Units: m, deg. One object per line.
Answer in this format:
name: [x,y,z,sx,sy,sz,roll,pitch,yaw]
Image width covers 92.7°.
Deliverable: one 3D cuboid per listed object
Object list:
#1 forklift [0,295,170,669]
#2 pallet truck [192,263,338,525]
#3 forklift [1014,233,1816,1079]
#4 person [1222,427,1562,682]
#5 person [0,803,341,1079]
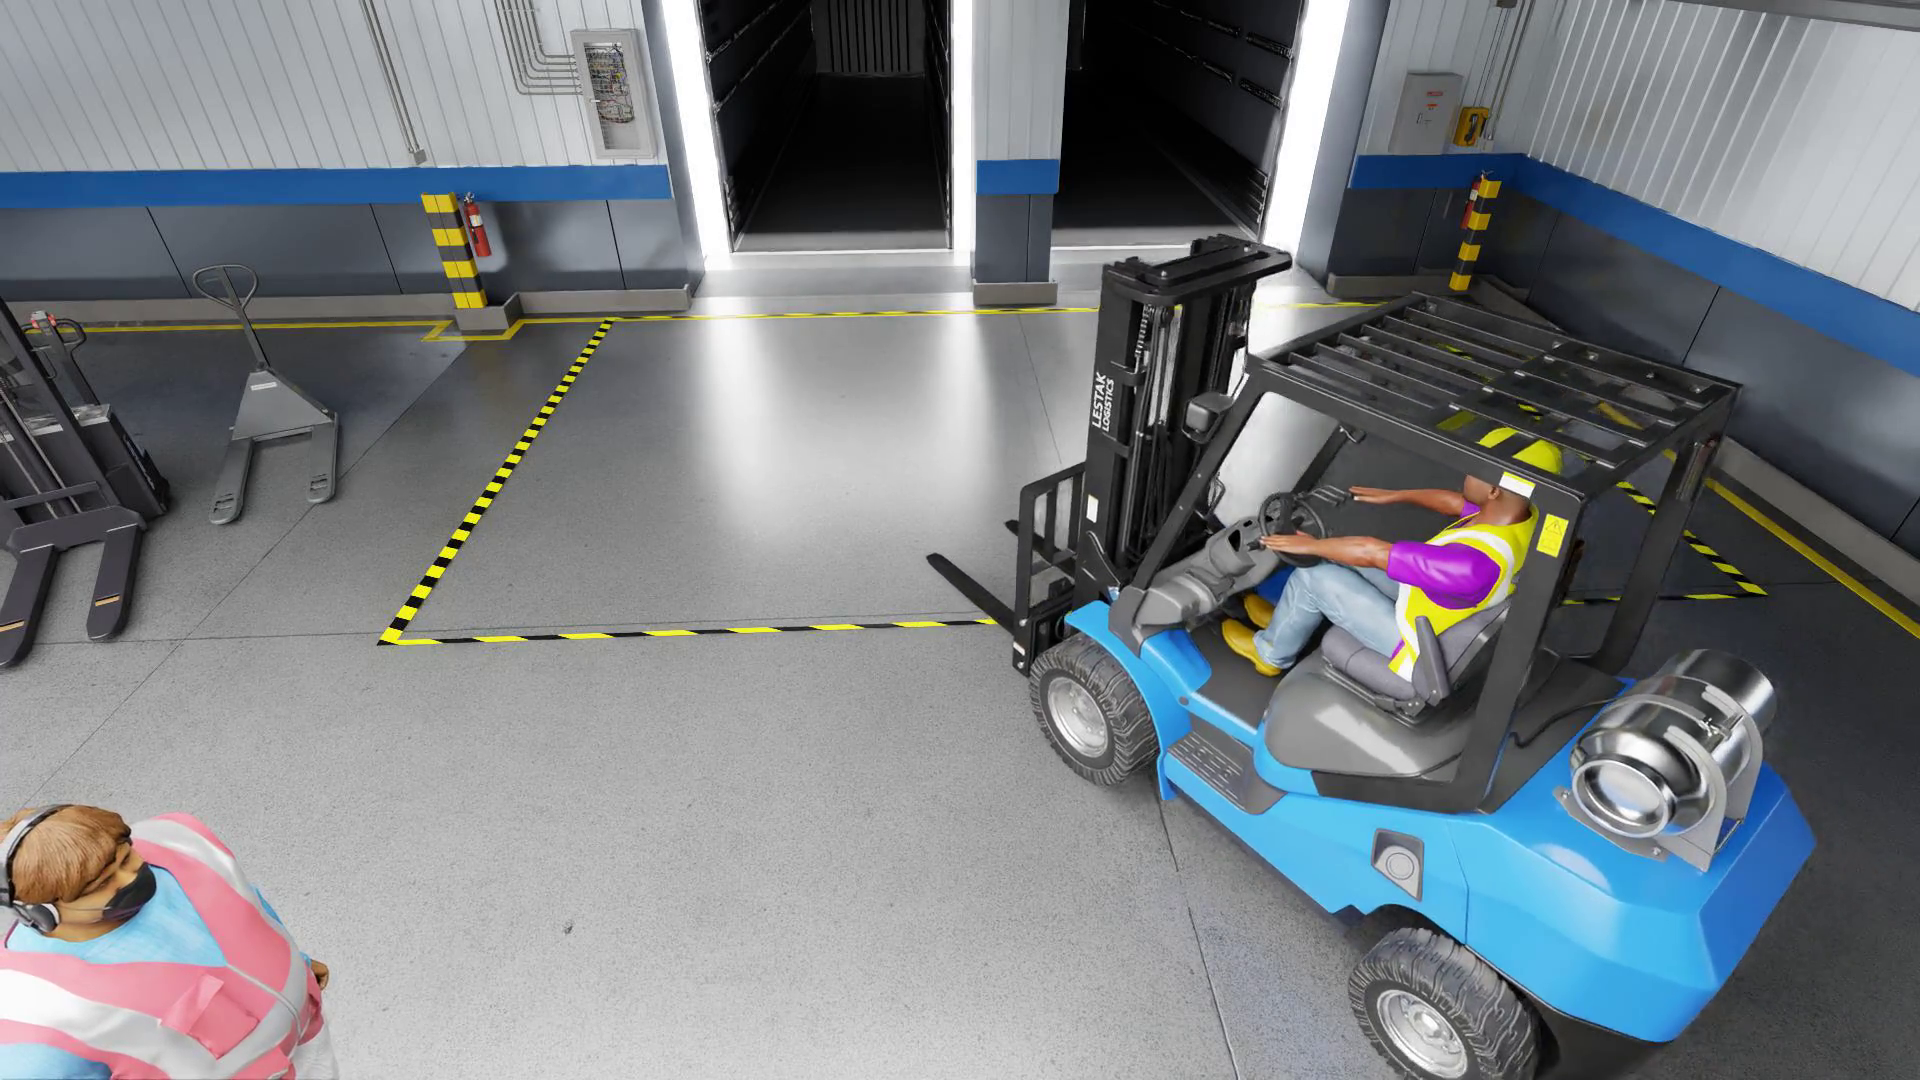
forklift: [-5.212,-0.618,4.878,0.823,1.965,1.885,-20,39,-26]
pallet truck: [-4.778,-1.027,6.128,0.680,1.201,1.601,-17,38,-23]
forklift: [1.502,0.238,3.337,1.157,2.036,2.680,-23,41,-30]
person: [1.472,0.055,3.273,0.635,1.294,1.004,-23,41,-30]
person: [-1.790,1.289,2.273,0.429,1.841,0.633,-2,35,-3]
